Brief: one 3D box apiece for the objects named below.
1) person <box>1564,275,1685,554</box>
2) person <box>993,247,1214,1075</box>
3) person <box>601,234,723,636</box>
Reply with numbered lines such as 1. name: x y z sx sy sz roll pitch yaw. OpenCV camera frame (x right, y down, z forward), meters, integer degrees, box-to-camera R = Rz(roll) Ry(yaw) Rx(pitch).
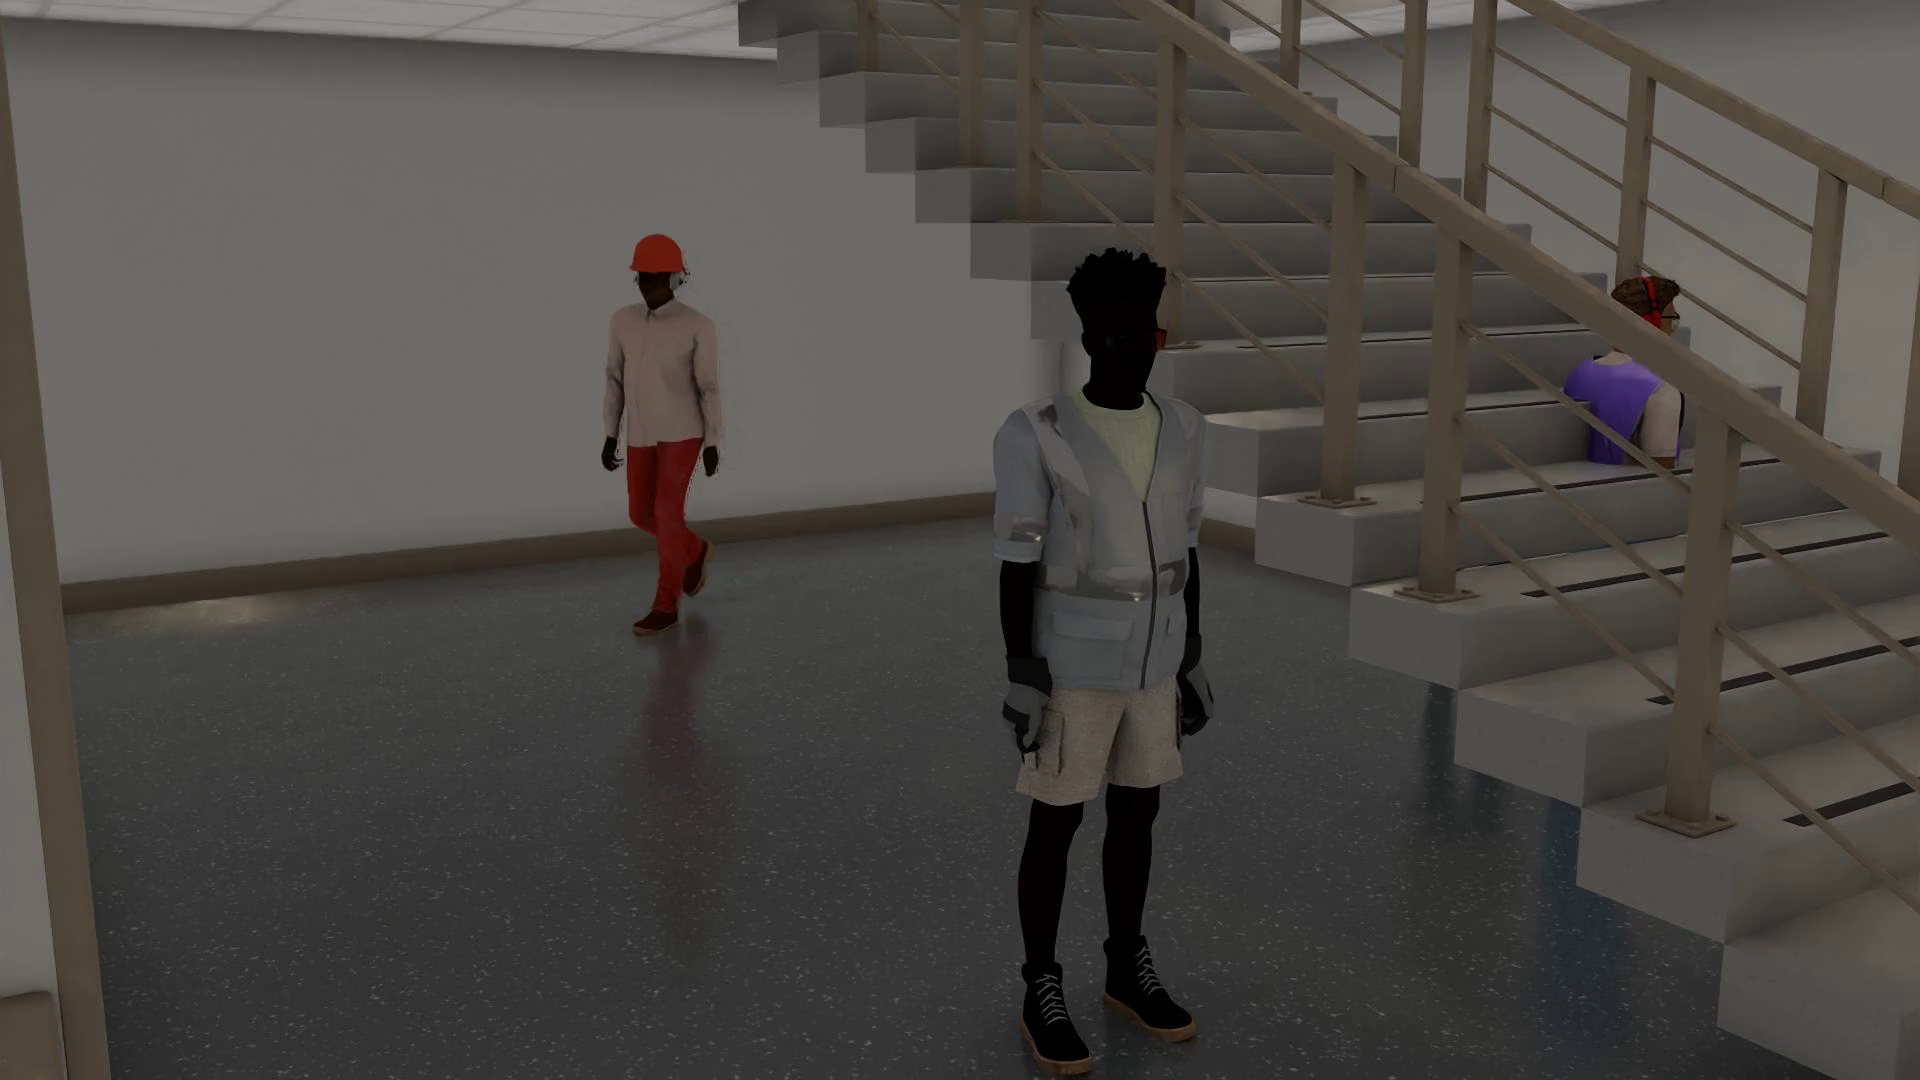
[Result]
1. person: 2.292 0.008 5.816 0.384 1.845 0.570 -3 11 -14
2. person: 0.360 0.288 4.025 0.603 1.966 0.368 -6 12 -30
3. person: -1.457 -0.548 8.400 0.613 1.974 0.775 5 12 25
